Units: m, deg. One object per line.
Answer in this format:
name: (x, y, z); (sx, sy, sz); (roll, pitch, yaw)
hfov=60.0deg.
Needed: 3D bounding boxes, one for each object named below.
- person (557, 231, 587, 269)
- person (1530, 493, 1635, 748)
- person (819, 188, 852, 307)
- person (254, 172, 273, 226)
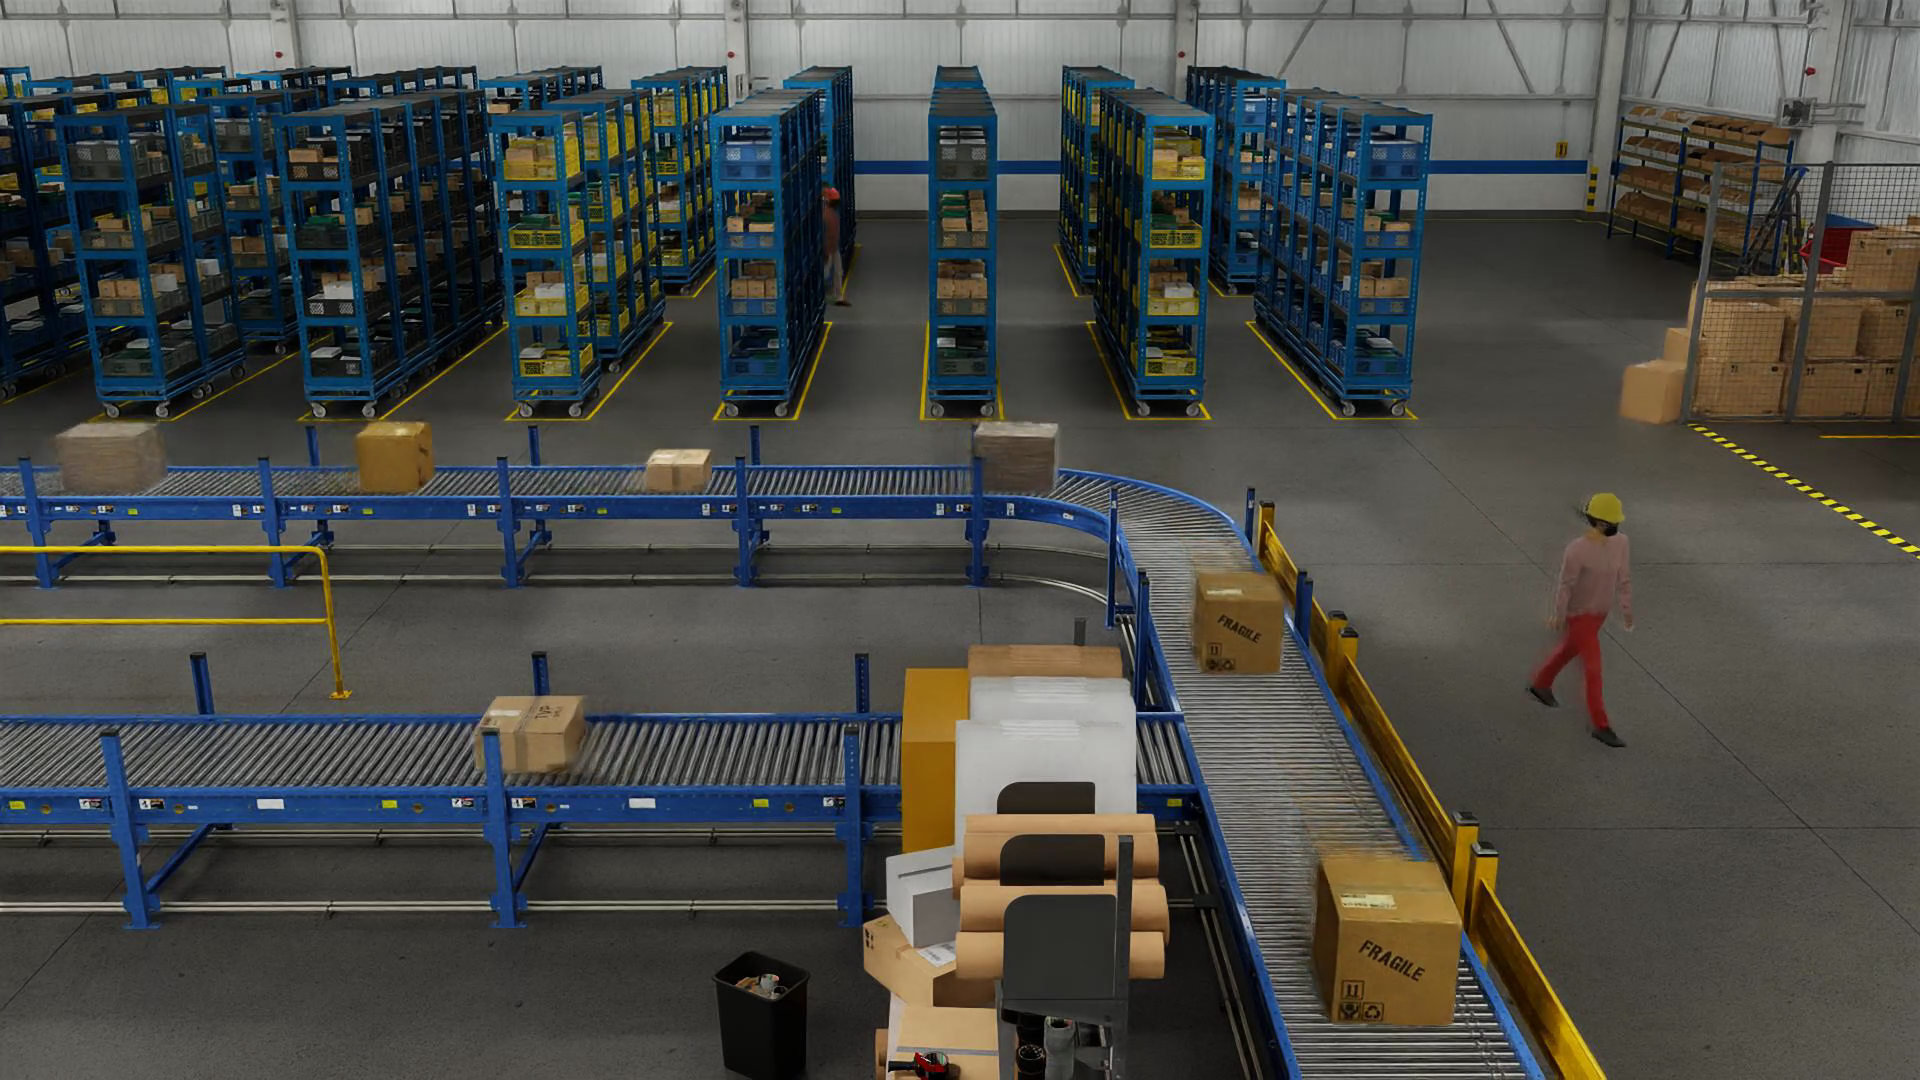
person: (-6.193, -4.543, 26.734); (0.621, 1.793, 0.608); (11, 21, 30)
person: (4.304, 0.467, 11.431); (0.520, 1.715, 0.940); (-10, 20, -28)
person: (-2.235, -4.776, 27.196); (0.823, 1.967, 0.631); (6, 19, 18)
person: (-14.112, -6.822, 33.669); (0.390, 1.842, 0.565); (-4, 18, -11)
